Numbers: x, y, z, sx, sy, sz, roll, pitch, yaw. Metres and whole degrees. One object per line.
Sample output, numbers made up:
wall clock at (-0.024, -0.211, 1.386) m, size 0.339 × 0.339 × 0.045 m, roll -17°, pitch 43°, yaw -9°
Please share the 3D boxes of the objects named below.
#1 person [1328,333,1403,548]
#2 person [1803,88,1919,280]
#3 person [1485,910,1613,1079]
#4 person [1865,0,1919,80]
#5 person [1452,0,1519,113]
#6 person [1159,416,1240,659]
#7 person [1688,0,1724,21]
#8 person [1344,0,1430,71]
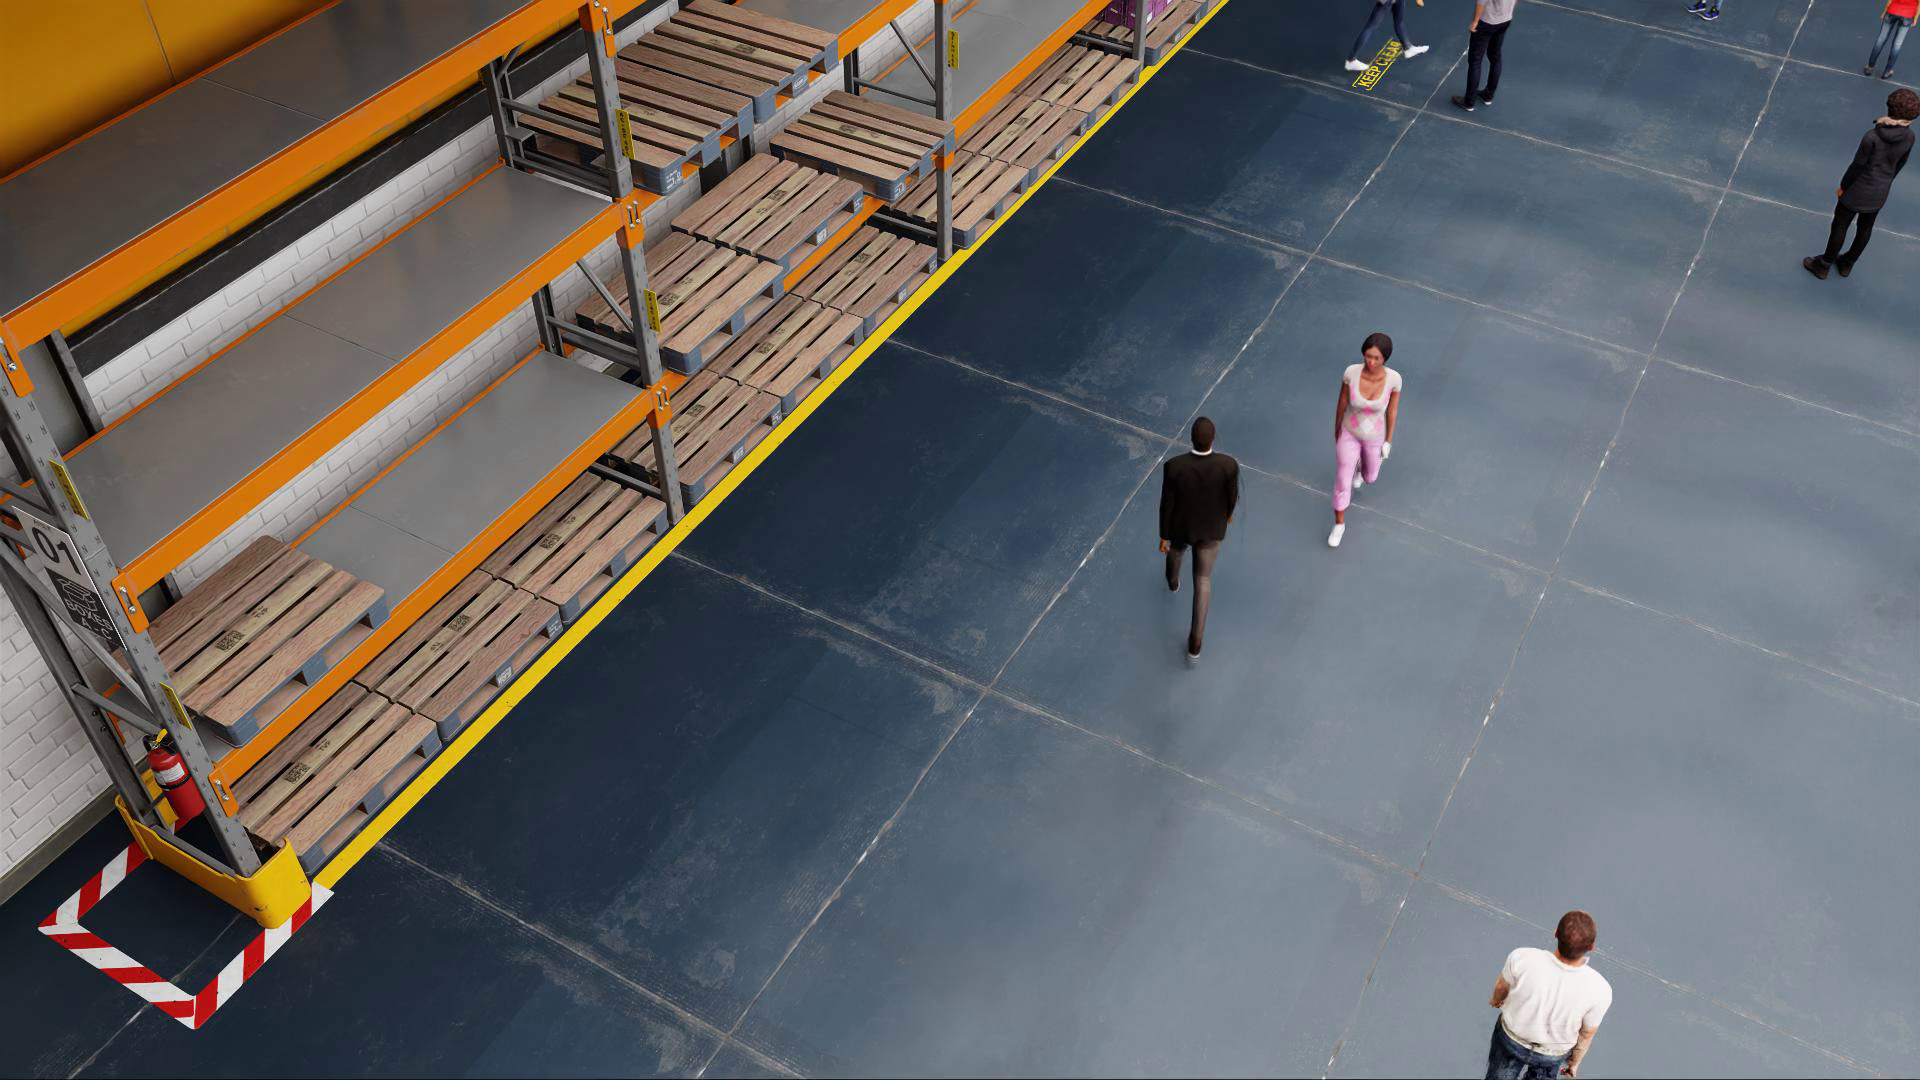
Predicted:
person at (2.888, -0.780, 11.879) m, size 0.737 × 1.722 × 1.049 m, roll 12°, pitch 45°, yaw 13°
person at (7.747, -3.017, 14.184) m, size 0.737 × 1.781 × 0.775 m, roll -3°, pitch 44°, yaw -4°
person at (2.823, 2.570, 8.283) m, size 0.673 × 1.831 × 0.681 m, roll 18°, pitch 46°, yaw 18°
person at (9.604, -5.348, 17.008) m, size 0.497 × 1.260 × 0.489 m, roll 25°, pitch 49°, yaw 24°
person at (5.263, -5.137, 16.366) m, size 0.668 × 1.841 × 0.790 m, roll -20°, pitch 47°, yaw -20°
person at (1.584, -0.006, 11.042) m, size 1.010 × 1.754 × 1.296 m, roll 4°, pitch 44°, yaw 4°
person at (8.259, -6.286, 17.997) m, size 0.619 × 1.254 × 0.579 m, roll -18°, pitch 47°, yaw -18°
person at (4.276, -5.566, 16.930) m, size 1.098 × 1.683 × 1.174 m, roll -1°, pitch 44°, yaw -1°
